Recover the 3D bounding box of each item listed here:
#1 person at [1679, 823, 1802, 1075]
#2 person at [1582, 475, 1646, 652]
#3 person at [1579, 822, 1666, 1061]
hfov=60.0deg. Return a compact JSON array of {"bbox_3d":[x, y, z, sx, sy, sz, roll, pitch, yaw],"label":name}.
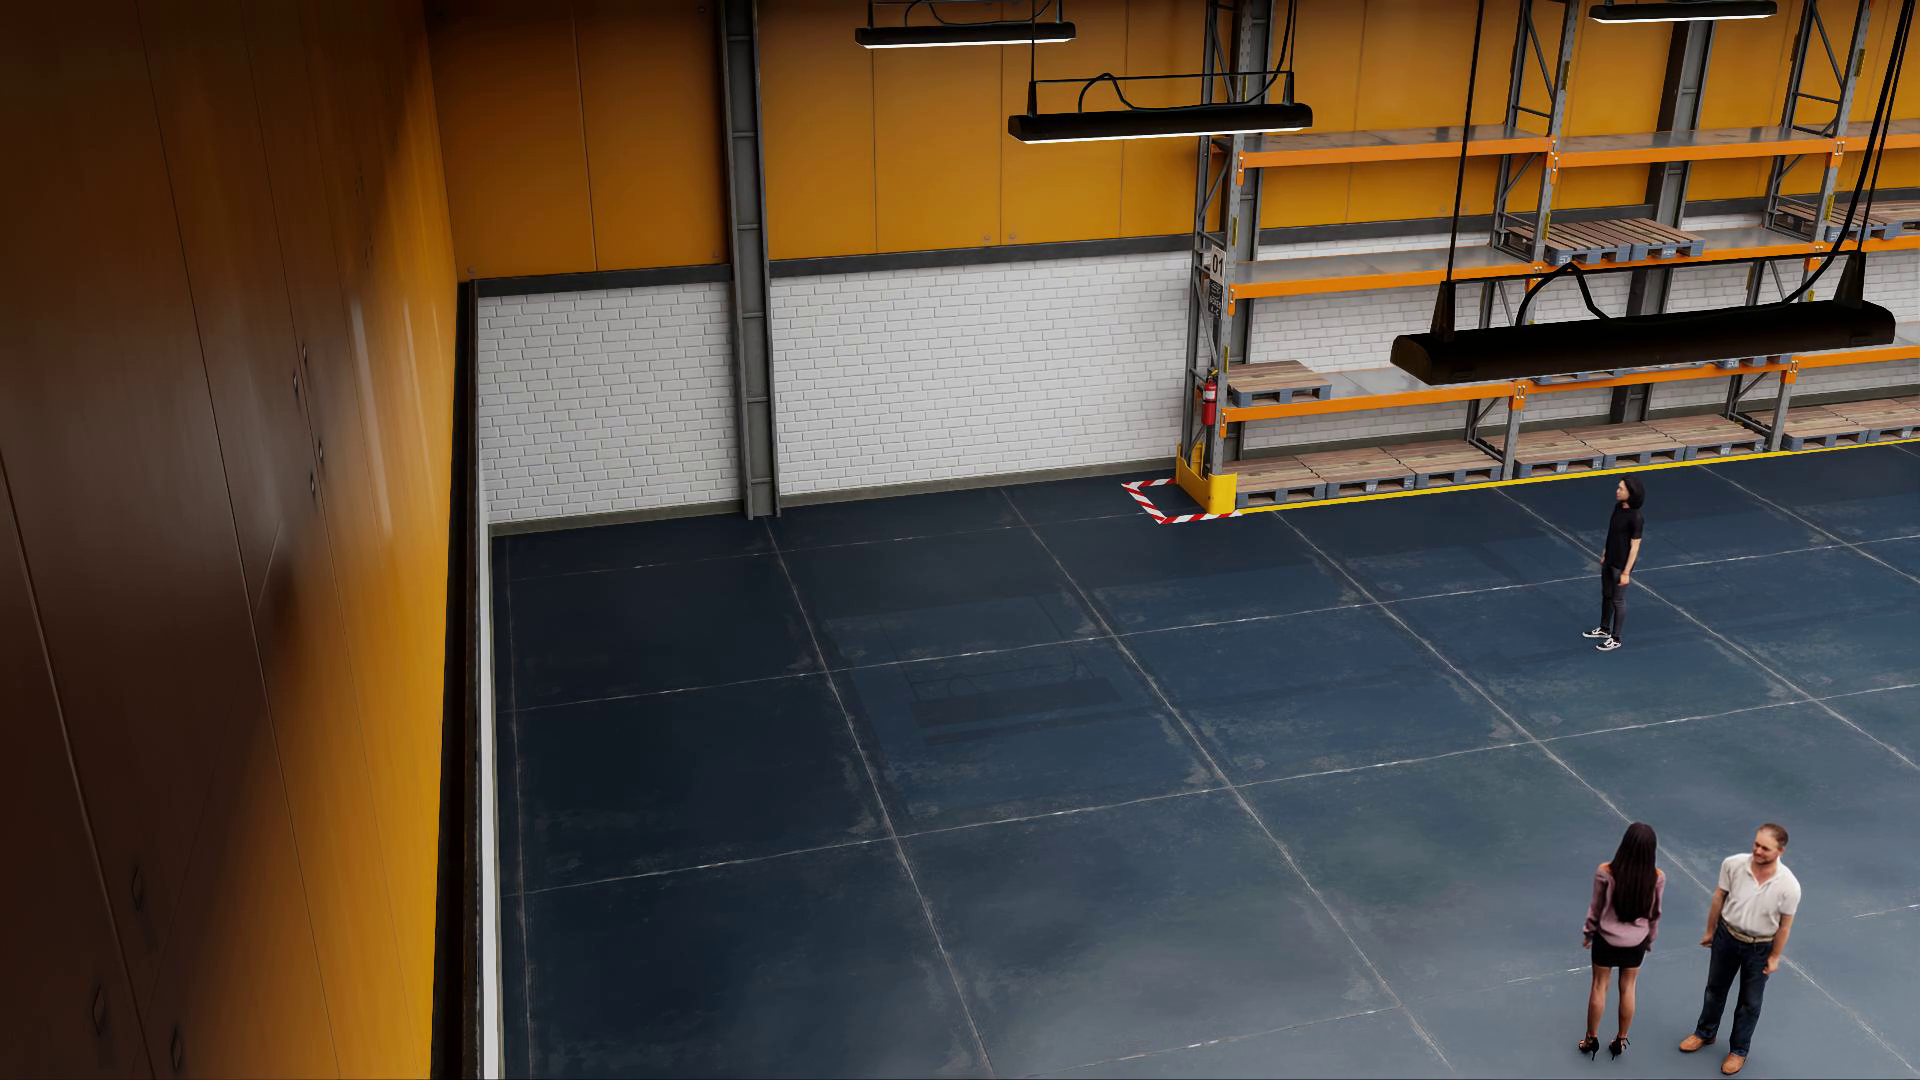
[{"bbox_3d":[5.200,2.648,10.982,0.733,1.856,0.746,-19,30,-37],"label":"person"},{"bbox_3d":[6.589,0.199,16.611,0.574,1.835,0.671,-3,24,-6],"label":"person"},{"bbox_3d":[4.366,2.662,11.007,0.610,1.811,0.759,4,24,8],"label":"person"}]
